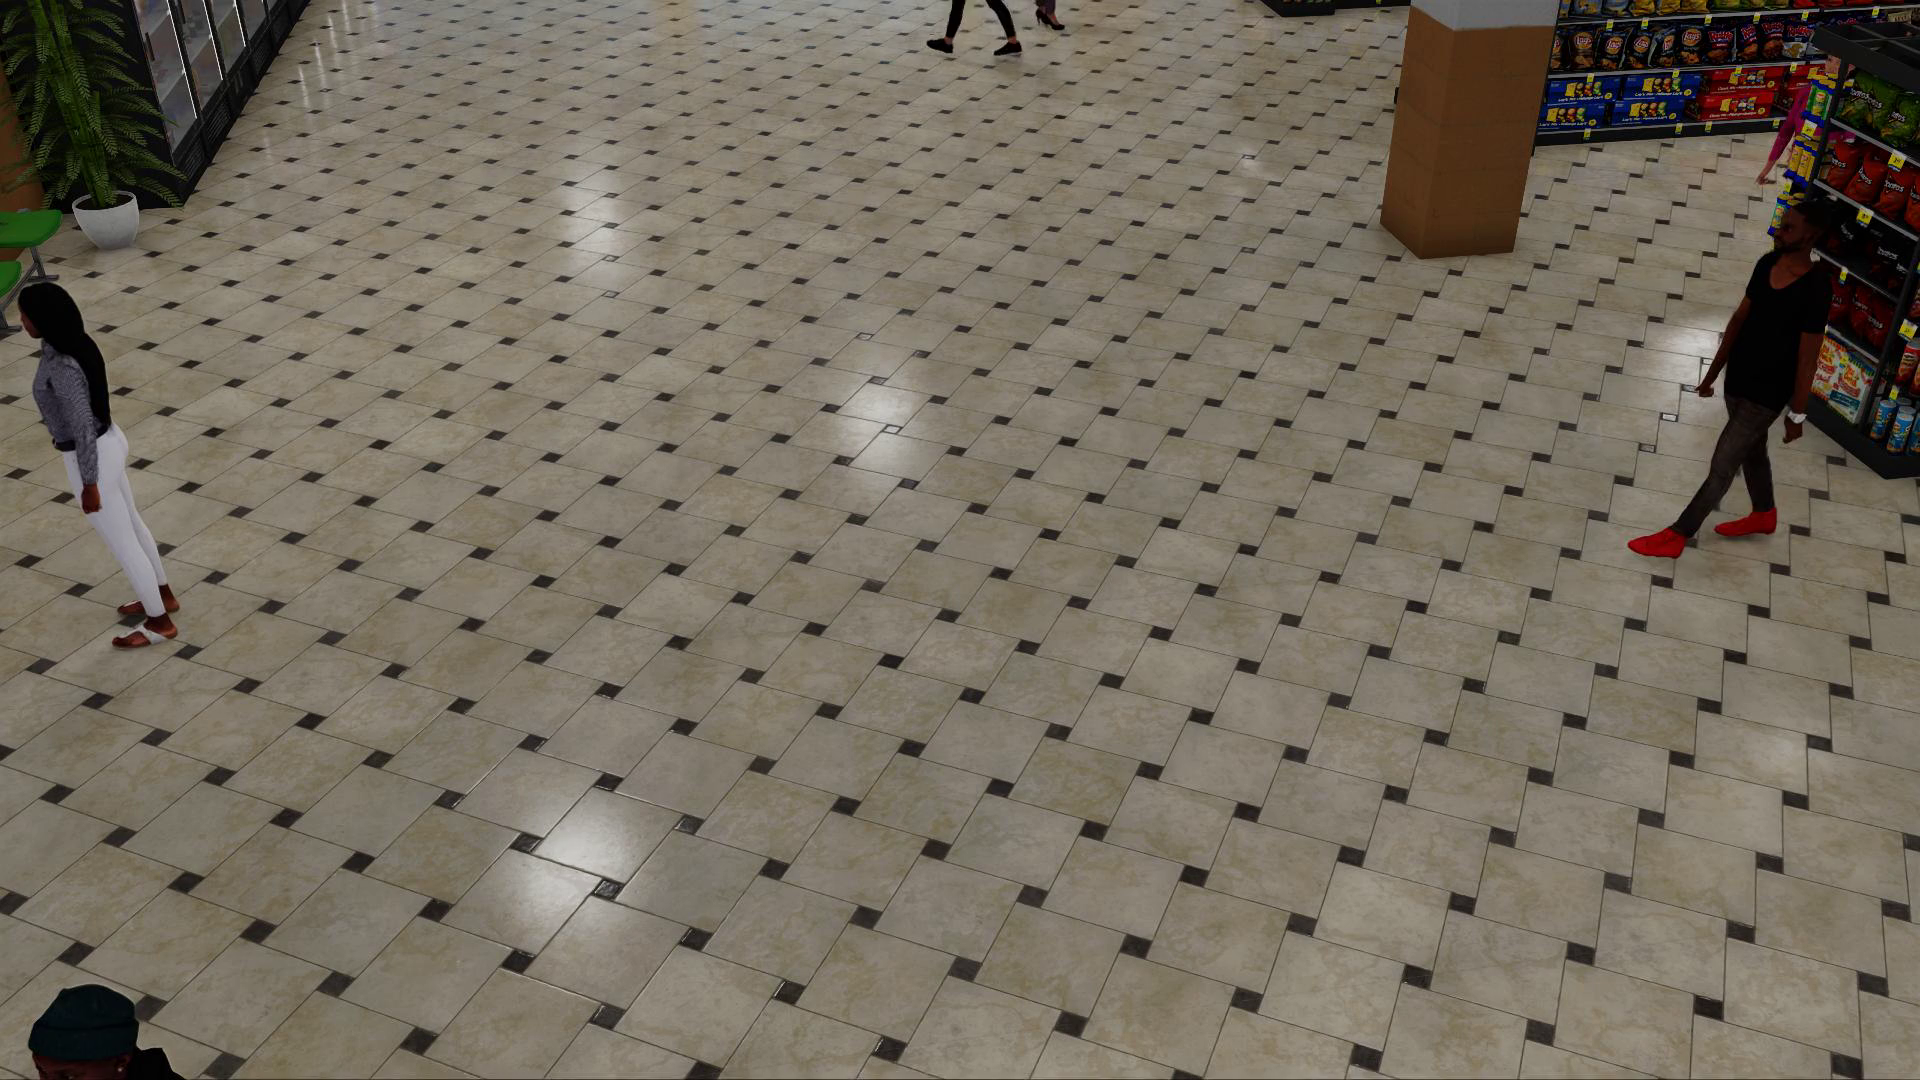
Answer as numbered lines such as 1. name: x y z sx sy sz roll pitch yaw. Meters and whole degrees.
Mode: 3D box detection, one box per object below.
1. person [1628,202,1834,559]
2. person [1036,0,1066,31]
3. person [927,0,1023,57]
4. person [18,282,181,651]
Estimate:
1. person: 3.828 -0.717 7.826 1.081 1.763 0.684 -5 32 -8
2. person: 0.890 -5.829 16.128 0.552 1.670 0.617 -10 33 -15
3. person: 0.246 -5.213 15.140 1.225 1.670 1.031 13 34 19
4. person: -3.744 -0.322 7.228 0.536 1.723 0.624 -9 33 -15
